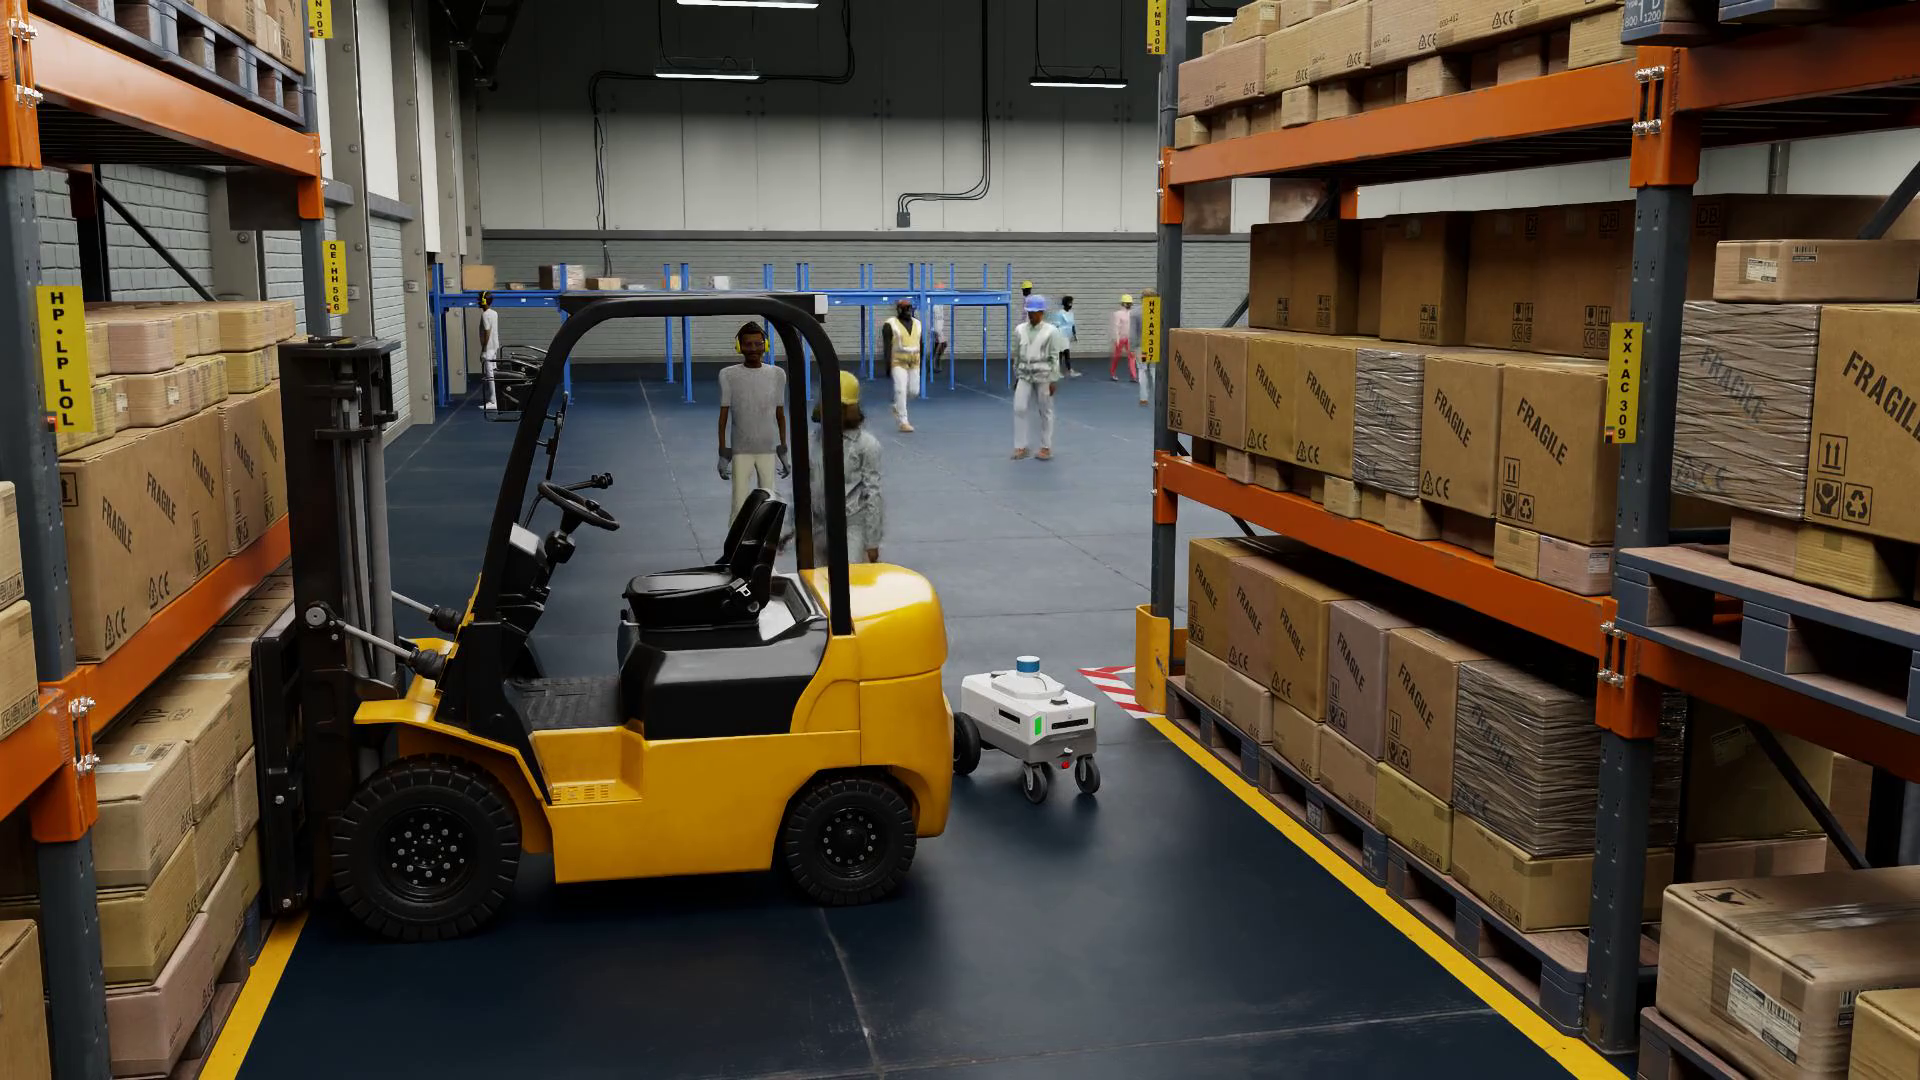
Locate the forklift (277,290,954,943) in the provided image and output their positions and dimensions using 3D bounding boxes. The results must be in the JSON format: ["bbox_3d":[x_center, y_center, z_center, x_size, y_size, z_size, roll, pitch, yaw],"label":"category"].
[{"bbox_3d":[-1.179,0.175,6.143,2.313,2.155,1.214,-2,10,-12],"label":"forklift"}]

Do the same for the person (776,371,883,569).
[{"bbox_3d":[-0.671,-0.012,8.600,0.567,1.721,0.487,7,12,38],"label":"person"}]

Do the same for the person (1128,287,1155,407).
[{"bbox_3d":[3.036,-3.130,26.995,0.629,1.926,0.457,-3,10,-15],"label":"person"}]

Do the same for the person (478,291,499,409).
[{"bbox_3d":[-7.531,-3.030,26.535,0.329,1.872,0.510,0,9,3],"label":"person"}]

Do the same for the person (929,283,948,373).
[{"bbox_3d":[-0.445,-4.511,35.458,0.515,1.900,0.567,-1,9,-4],"label":"person"}]

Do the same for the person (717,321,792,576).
[{"bbox_3d":[-1.462,-0.614,11.816,0.535,1.868,0.309,-3,10,-20],"label":"person"}]

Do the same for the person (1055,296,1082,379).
[{"bbox_3d":[2.204,-4.077,33.519,0.800,1.658,0.533,5,11,29],"label":"person"}]

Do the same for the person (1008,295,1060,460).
[{"bbox_3d":[0.846,-1.872,19.317,0.634,1.912,0.794,5,11,29],"label":"person"}]

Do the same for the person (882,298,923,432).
[{"bbox_3d":[-0.806,-2.428,22.985,0.623,1.829,0.613,-6,11,-32],"label":"person"}]

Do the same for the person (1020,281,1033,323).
[{"bbox_3d":[1.586,-5.088,38.905,0.381,1.924,0.593,2,9,11],"label":"person"}]

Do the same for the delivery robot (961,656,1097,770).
[{"bbox_3d":[0.299,0.754,7.311,0.477,0.478,0.707,-5,11,-28],"label":"delivery robot"}]

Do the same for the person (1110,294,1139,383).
[{"bbox_3d":[3.243,-3.984,32.841,0.532,1.729,0.927,-5,10,-26],"label":"person"}]
